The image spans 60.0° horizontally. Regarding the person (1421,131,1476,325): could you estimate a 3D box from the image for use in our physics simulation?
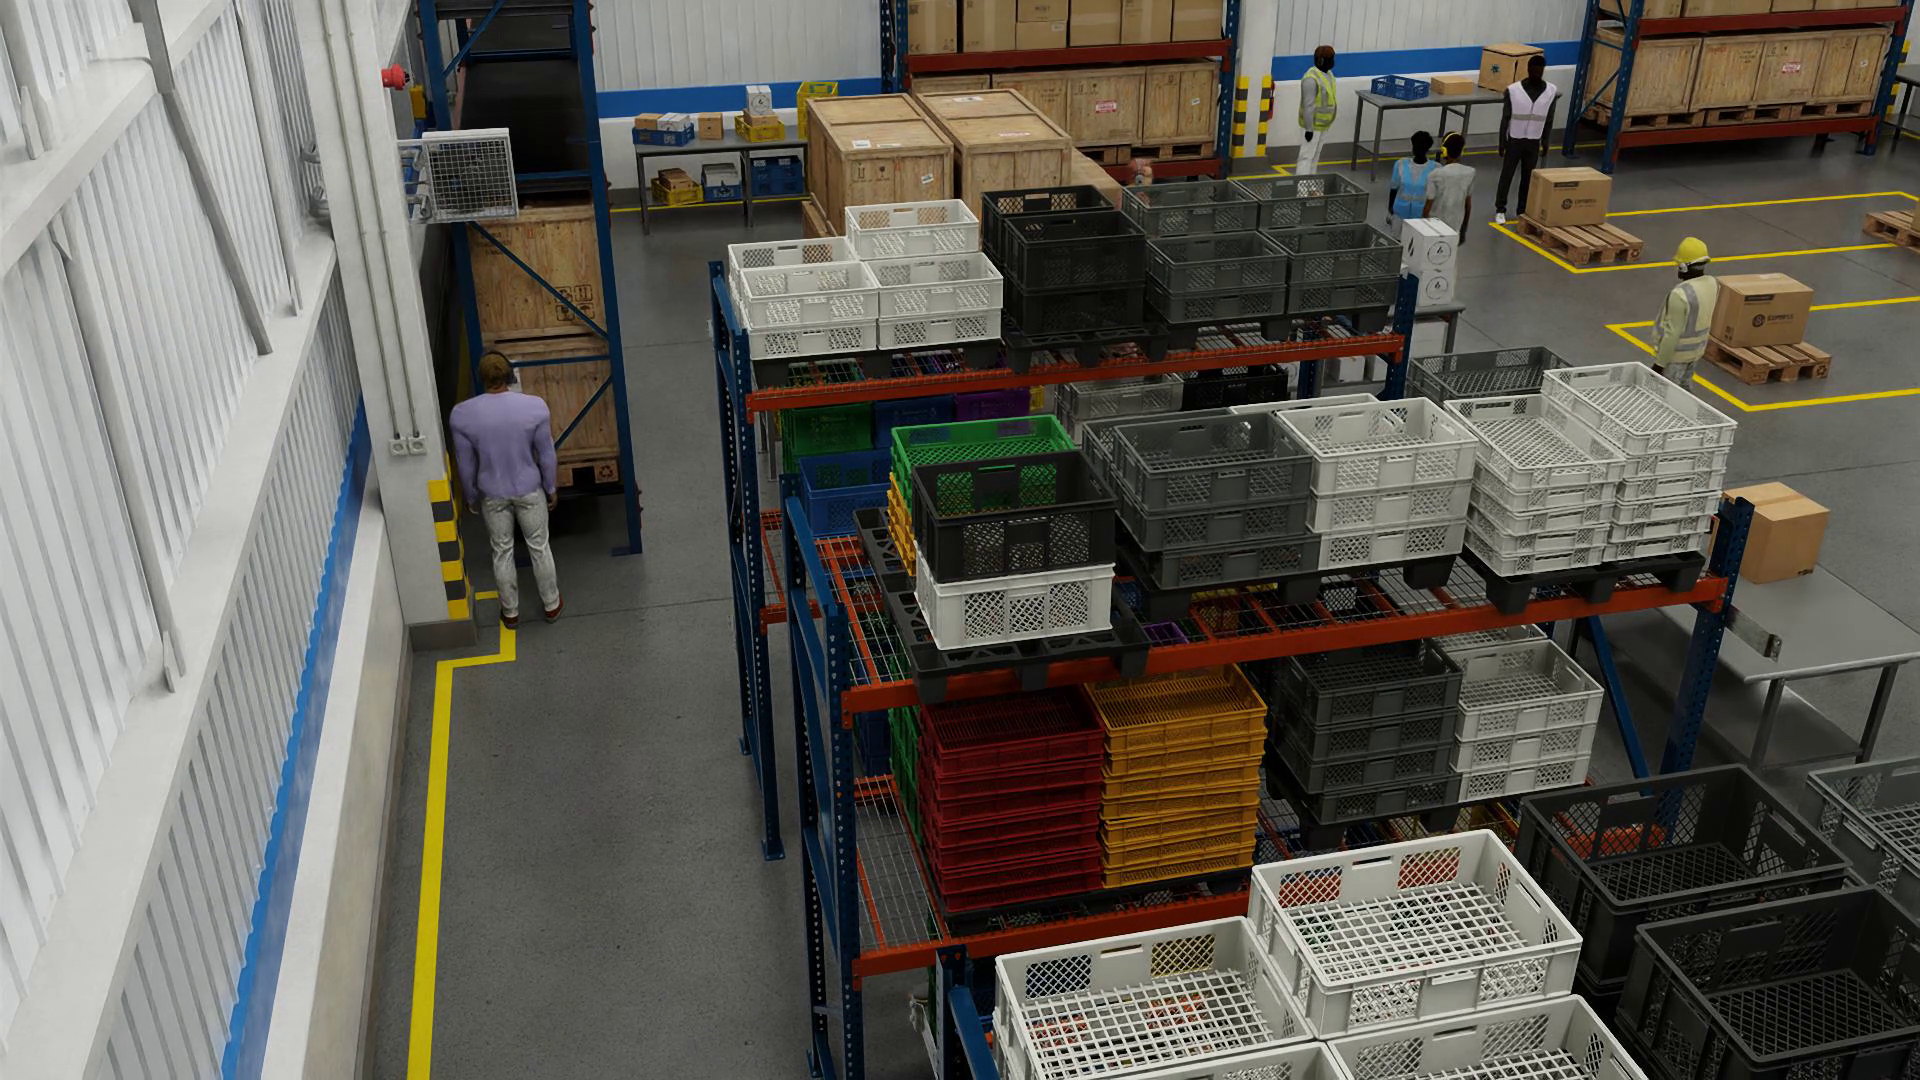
[{"bbox_3d":[4.628,-2.978,15.975,0.531,1.863,0.329,-5,28,-10],"label":"person"}]

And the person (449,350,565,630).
[{"bbox_3d":[-2.936,-0.321,10.850,0.628,1.939,0.375,-6,28,-12],"label":"person"}]

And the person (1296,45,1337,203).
[{"bbox_3d":[4.216,-4.904,19.648,0.430,1.845,0.620,16,32,27],"label":"person"}]

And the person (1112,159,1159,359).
[{"bbox_3d":[1.585,-2.493,15.006,0.407,1.908,0.641,-3,28,-5],"label":"person"}]

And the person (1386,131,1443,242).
[{"bbox_3d":[4.541,-3.267,16.694,0.540,1.696,0.317,13,30,23],"label":"person"}]

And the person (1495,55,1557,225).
[{"bbox_3d":[6.409,-4.550,18.909,0.582,1.910,0.391,0,28,0],"label":"person"}]

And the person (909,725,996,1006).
[{"bbox_3d":[0.001,1.433,7.580,0.347,1.883,0.584,-21,34,-34],"label":"person"}]

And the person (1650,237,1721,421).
[{"bbox_3d":[5.690,-1.503,13.215,0.591,1.823,0.404,-21,35,-35],"label":"person"}]
